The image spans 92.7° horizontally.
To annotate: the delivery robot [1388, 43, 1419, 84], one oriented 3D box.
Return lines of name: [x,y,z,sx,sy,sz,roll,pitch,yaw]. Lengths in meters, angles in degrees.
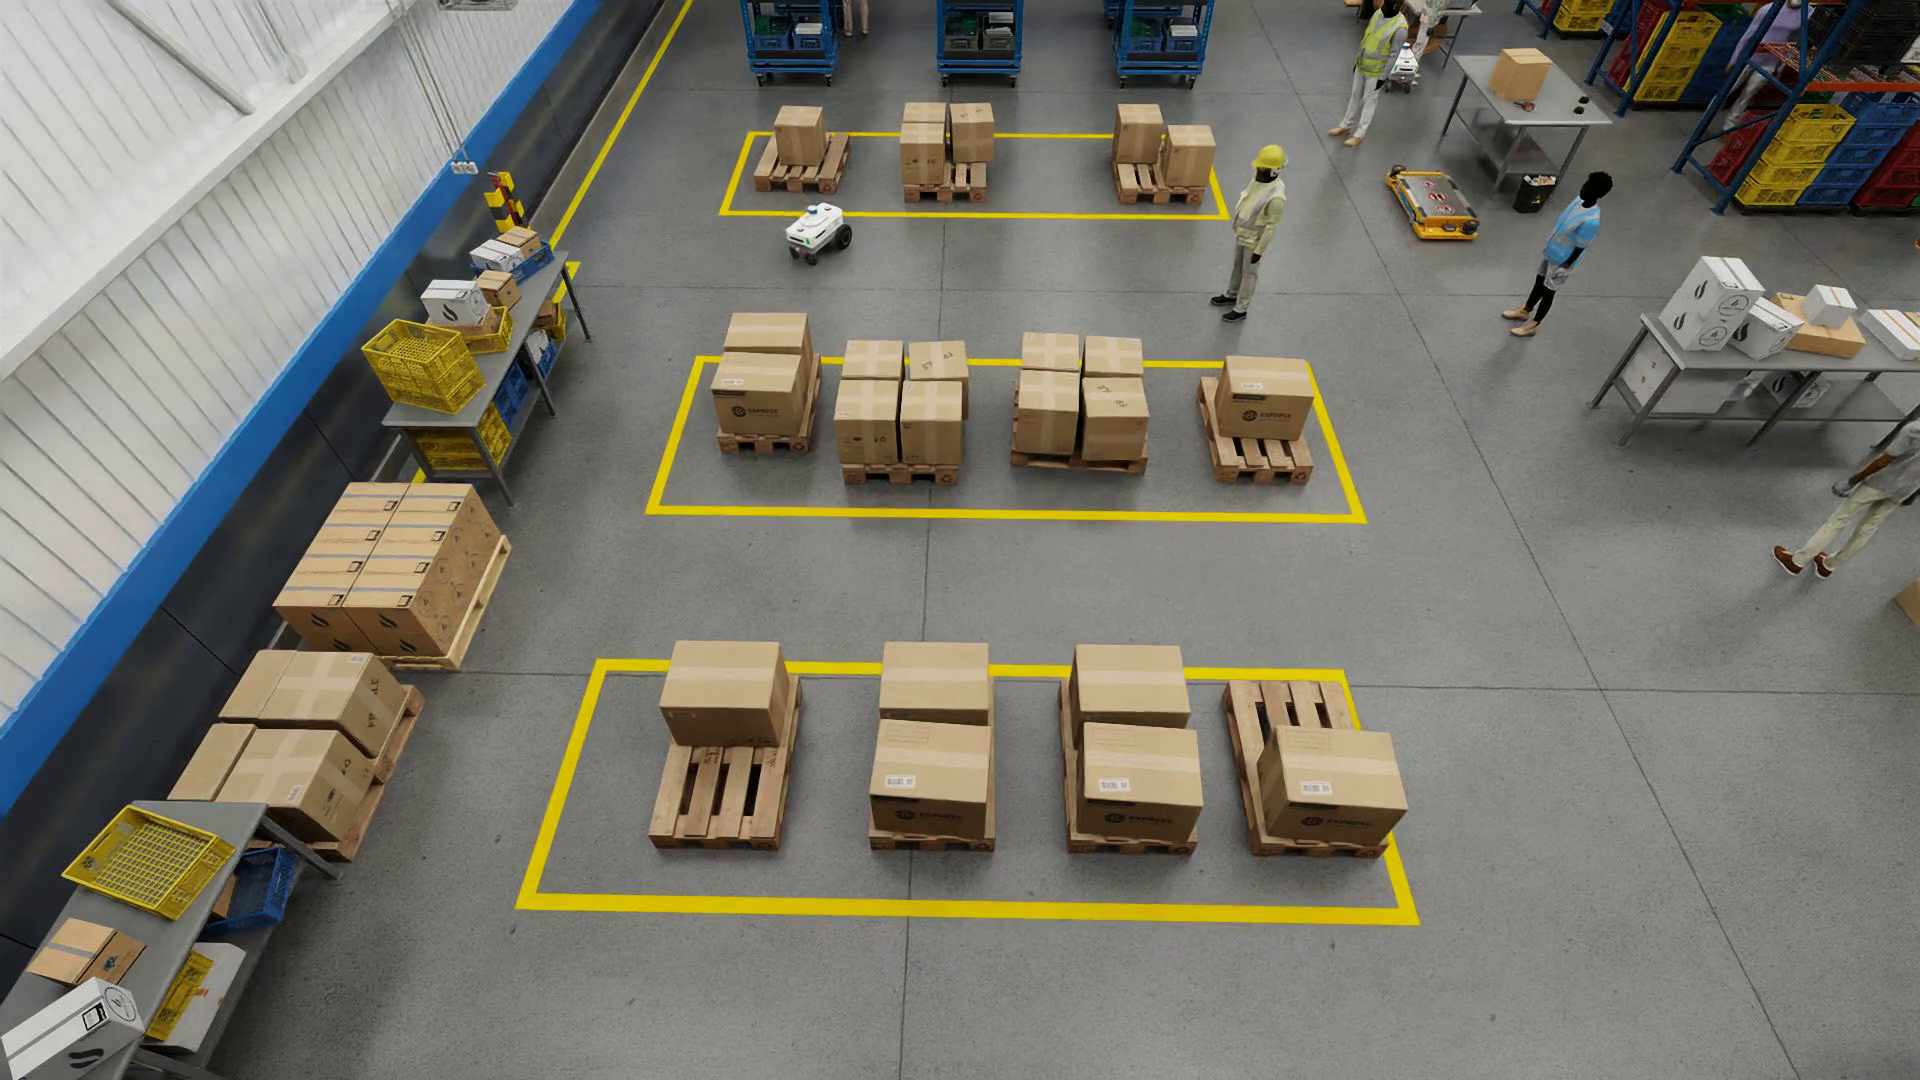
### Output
delivery robot: [6.372,-6.919,13.258,0.477,0.478,0.707,5,49,4]

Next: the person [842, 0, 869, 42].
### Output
person: [-1.631,-8.682,13.910,0.624,1.980,0.410,-19,52,-16]

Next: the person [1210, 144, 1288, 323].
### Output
person: [2.894,-3.041,9.120,0.404,1.835,0.590,-8,50,-7]

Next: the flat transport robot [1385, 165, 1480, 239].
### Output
flat transport robot: [5.692,-4.094,11.059,0.652,0.197,1.431,1,49,1]

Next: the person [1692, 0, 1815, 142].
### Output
person: [10.194,-6.108,11.707,0.635,1.937,0.352,20,52,16]

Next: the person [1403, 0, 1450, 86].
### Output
person: [6.659,-7.347,12.983,0.318,1.631,0.526,16,51,14]

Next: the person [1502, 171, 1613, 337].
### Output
person: [5.876,-2.790,8.993,0.316,1.696,0.540,6,49,5]

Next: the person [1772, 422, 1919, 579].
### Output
person: [6.880,-0.402,6.823,0.517,1.856,0.328,11,50,10]

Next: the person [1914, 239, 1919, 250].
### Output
person: [11.243,-3.935,9.863,0.573,1.883,0.354,10,50,9]

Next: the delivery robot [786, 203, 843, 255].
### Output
delivery robot: [-1.633,-3.514,10.311,0.477,0.478,0.707,23,53,19]

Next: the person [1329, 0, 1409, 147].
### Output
person: [5.240,-6.005,11.682,0.429,1.844,0.626,-15,51,-12]
